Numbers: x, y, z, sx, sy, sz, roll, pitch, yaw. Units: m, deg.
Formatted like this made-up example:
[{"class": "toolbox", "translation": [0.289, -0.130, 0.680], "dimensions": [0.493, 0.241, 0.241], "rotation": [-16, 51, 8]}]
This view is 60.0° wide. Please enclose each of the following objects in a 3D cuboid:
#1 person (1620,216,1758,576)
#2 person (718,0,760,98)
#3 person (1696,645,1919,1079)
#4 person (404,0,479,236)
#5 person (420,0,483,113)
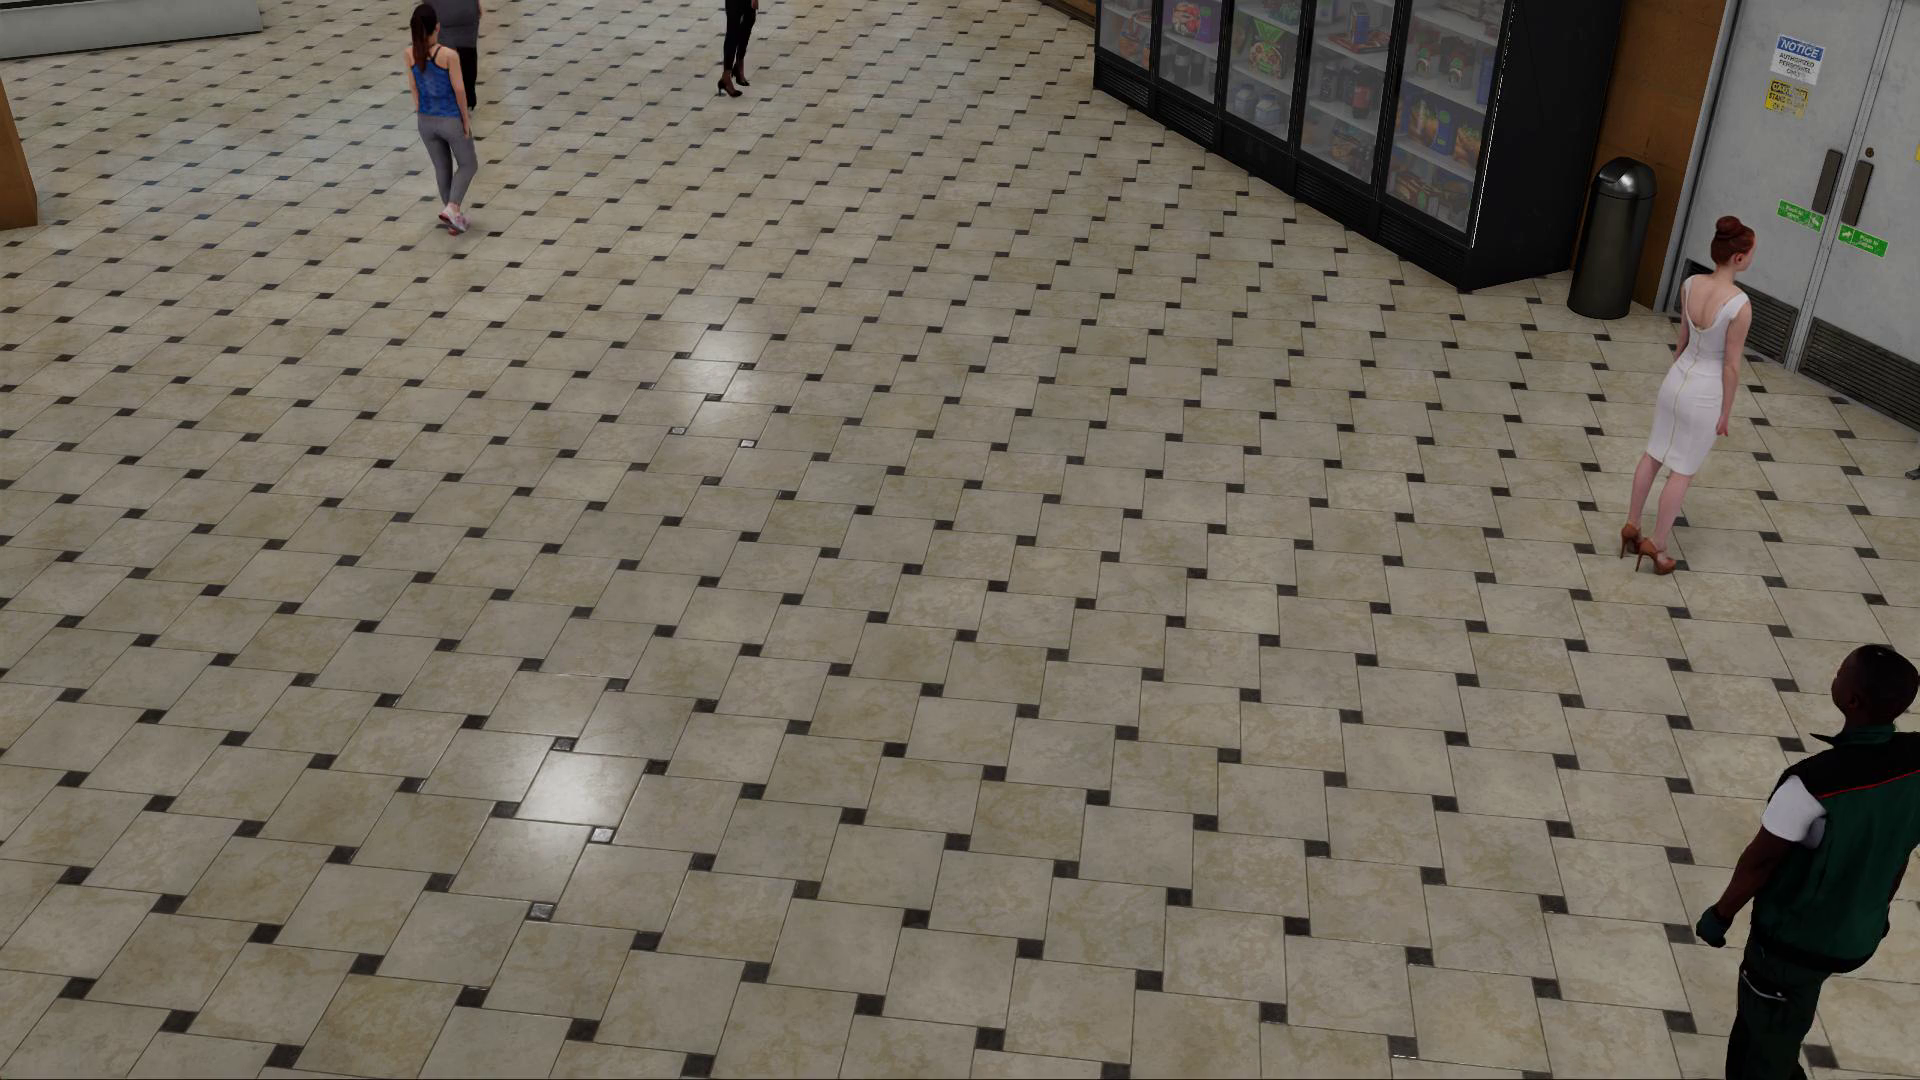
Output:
[{"class": "person", "translation": [3.394, -0.653, 7.744], "dimensions": [0.511, 1.794, 0.572], "rotation": [-10, 33, -16]}, {"class": "person", "translation": [-2.030, -4.679, 14.188], "dimensions": [0.639, 1.823, 0.640], "rotation": [-13, 34, -20]}, {"class": "person", "translation": [2.516, 1.155, 4.810], "dimensions": [0.571, 1.825, 0.742], "rotation": [-14, 35, -21]}, {"class": "person", "translation": [-3.589, -2.848, 11.456], "dimensions": [0.814, 1.601, 0.837], "rotation": [4, 32, 7]}, {"class": "person", "translation": [-4.188, -4.351, 13.738], "dimensions": [0.812, 1.742, 0.718], "rotation": [-13, 34, -20]}]
